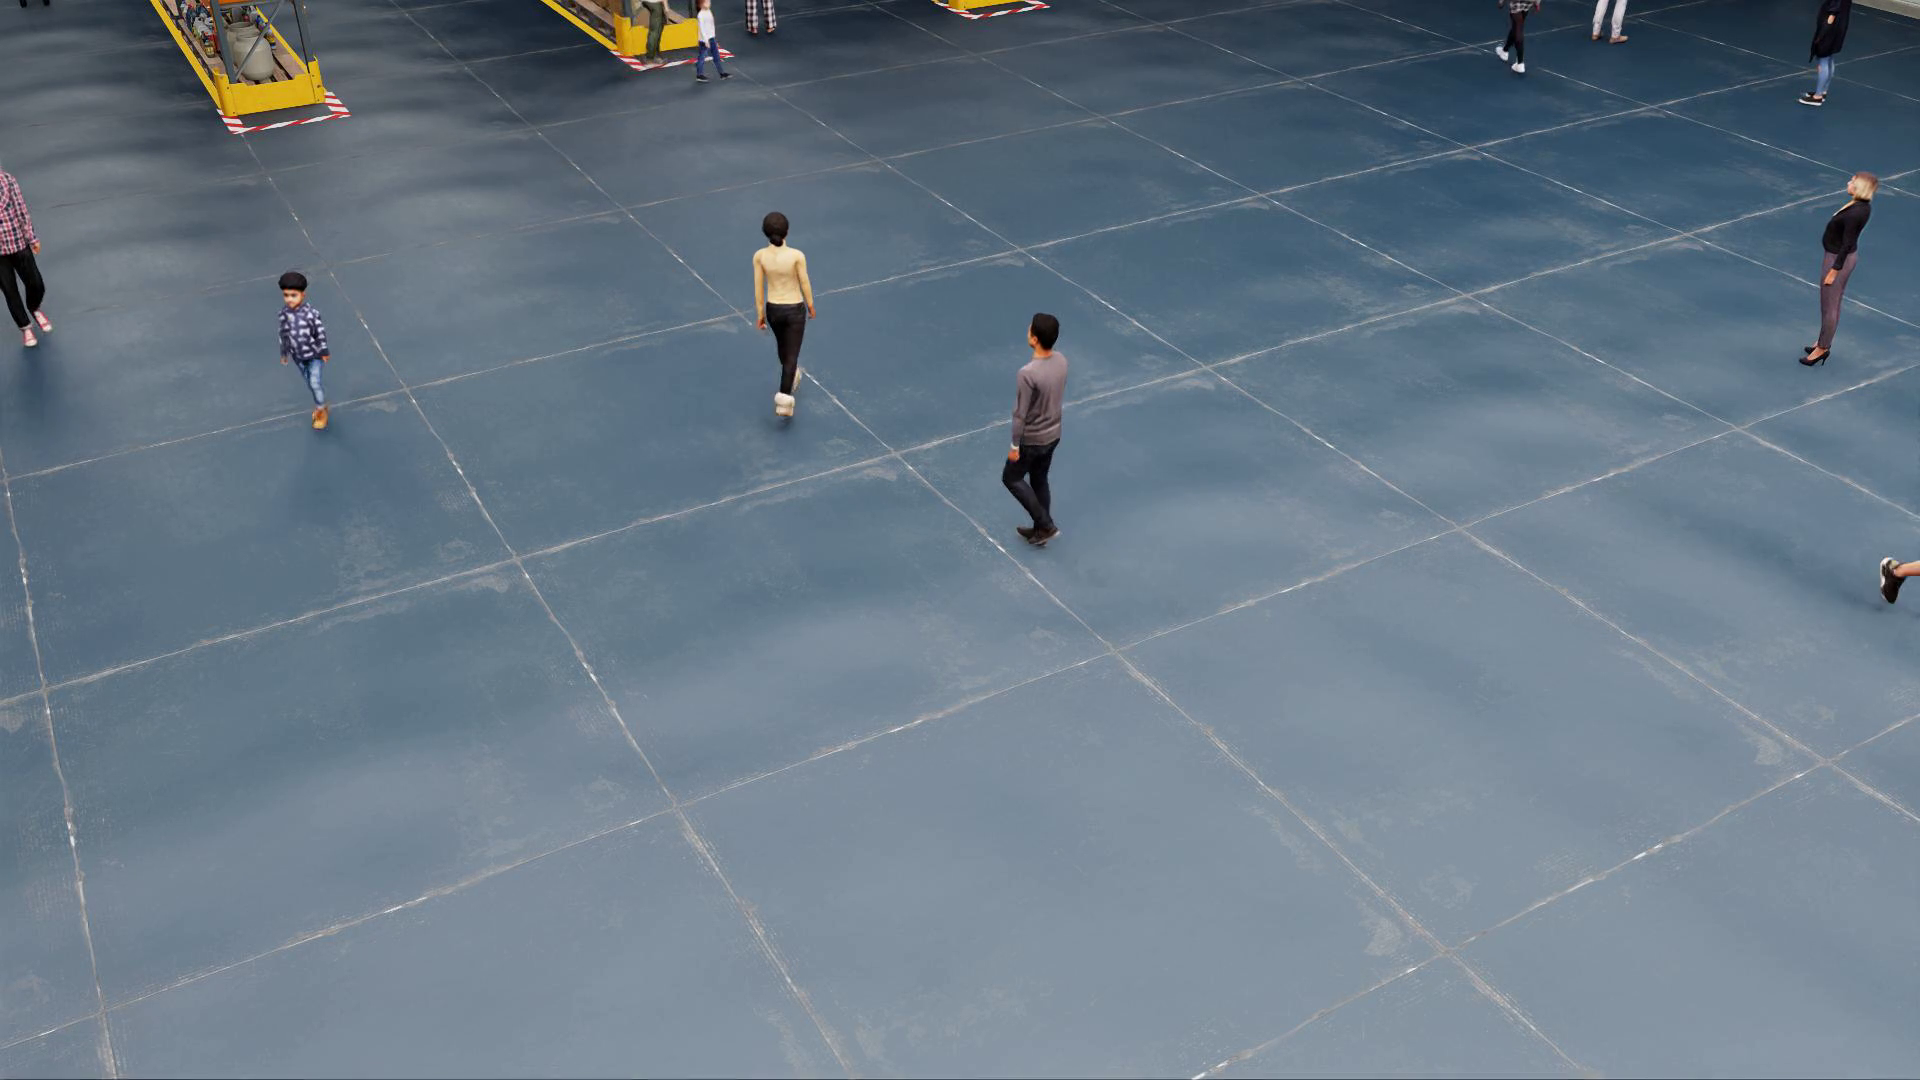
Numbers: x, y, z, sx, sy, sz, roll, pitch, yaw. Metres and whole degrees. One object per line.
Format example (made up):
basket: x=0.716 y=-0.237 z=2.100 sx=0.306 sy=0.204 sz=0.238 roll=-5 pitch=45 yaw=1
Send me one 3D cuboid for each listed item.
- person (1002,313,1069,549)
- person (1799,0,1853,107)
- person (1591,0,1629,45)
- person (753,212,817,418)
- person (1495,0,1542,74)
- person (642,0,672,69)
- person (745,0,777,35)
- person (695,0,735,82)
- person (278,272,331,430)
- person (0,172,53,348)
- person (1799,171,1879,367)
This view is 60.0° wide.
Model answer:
person: x=0.578 y=-0.678 z=11.241 sx=0.779 sy=1.760 sz=0.781 roll=-27 pitch=41 yaw=-36
person: x=10.400 y=-6.048 z=19.826 sx=0.651 sy=1.683 sz=0.686 roll=27 pitch=41 yaw=36
person: x=8.761 y=-7.589 z=22.073 sx=0.777 sy=1.892 sz=0.584 roll=-27 pitch=41 yaw=-36
person: x=-1.382 y=-1.744 z=13.052 sx=1.054 sy=1.630 sz=1.138 roll=7 pitch=33 yaw=11
person: x=7.084 y=-6.742 z=20.886 sx=0.923 sy=1.726 sz=1.221 roll=-4 pitch=32 yaw=-6
person: x=-3.952 y=-6.776 z=21.025 sx=0.688 sy=1.634 sz=0.593 roll=-24 pitch=39 yaw=-33
person: x=-2.760 y=-7.790 z=22.434 sx=0.697 sy=1.847 sz=0.664 roll=-5 pitch=33 yaw=-9
person: x=-3.212 y=-6.262 z=20.721 sx=0.776 sy=1.090 sz=0.685 roll=12 pitch=34 yaw=18
person: x=-5.123 y=-1.528 z=13.077 sx=0.671 sy=1.238 sz=0.742 roll=5 pitch=33 yaw=8
person: x=-8.171 y=-2.547 z=14.211 sx=0.726 sy=1.752 sz=0.694 roll=-20 pitch=38 yaw=-29
person: x=7.311 y=-2.252 z=13.820 sx=0.675 sy=1.670 sz=0.679 roll=21 pitch=38 yaw=29
